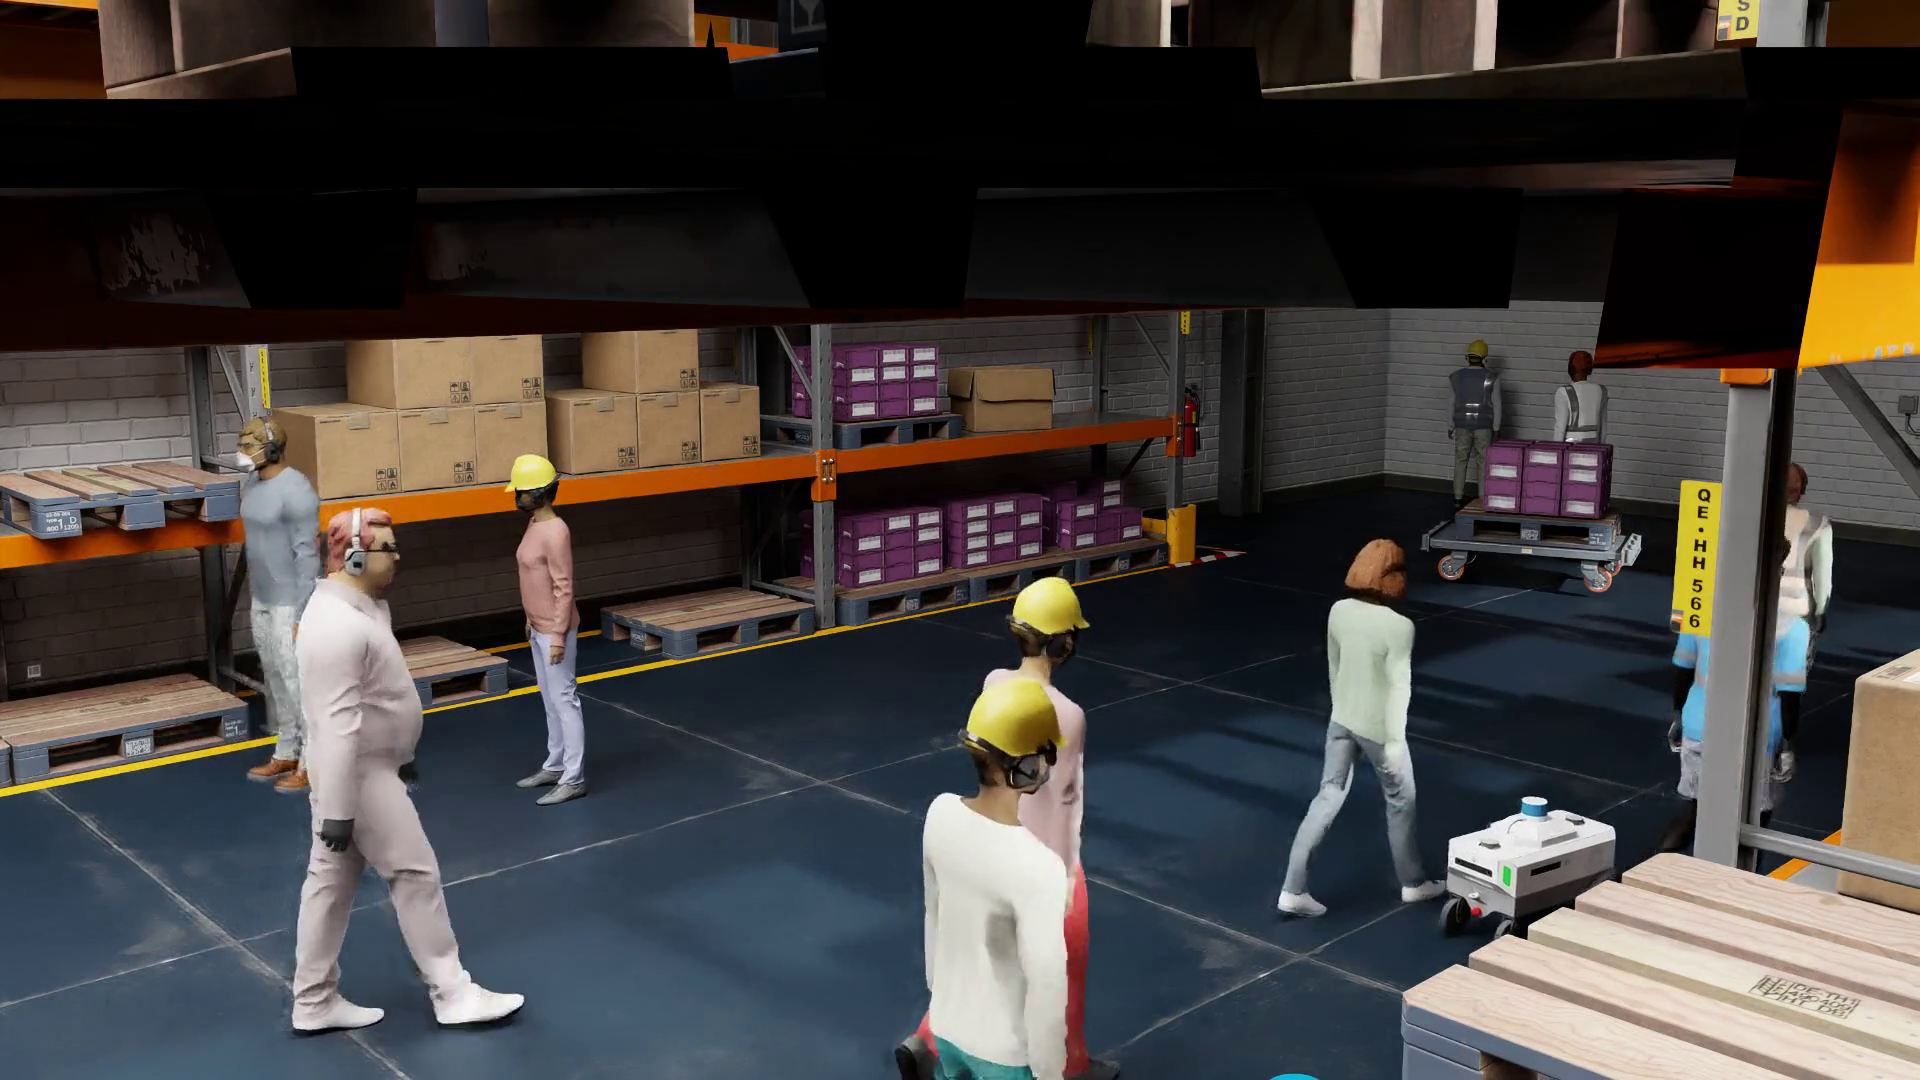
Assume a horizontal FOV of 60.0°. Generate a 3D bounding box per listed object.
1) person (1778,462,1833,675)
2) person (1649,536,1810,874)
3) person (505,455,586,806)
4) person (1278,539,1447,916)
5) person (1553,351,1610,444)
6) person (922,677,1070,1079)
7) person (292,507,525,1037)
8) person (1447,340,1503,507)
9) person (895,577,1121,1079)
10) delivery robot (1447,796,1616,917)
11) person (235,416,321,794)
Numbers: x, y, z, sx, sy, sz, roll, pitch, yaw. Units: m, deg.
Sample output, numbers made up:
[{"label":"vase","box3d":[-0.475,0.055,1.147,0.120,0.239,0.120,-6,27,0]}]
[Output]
[{"label":"person","box3d":[4.499,0.374,9.151,0.541,1.620,0.386,8,12,38]},{"label":"person","box3d":[3.028,0.783,6.619,0.645,1.669,0.549,-7,12,-35]},{"label":"person","box3d":[-2.082,0.446,8.348,0.329,1.763,0.523,-5,11,-27]},{"label":"person","box3d":[1.676,0.778,6.902,0.846,1.590,0.513,-5,11,-29]},{"label":"person","box3d":[5.640,-0.786,15.199,0.581,1.882,0.339,-4,10,-20]},{"label":"person","box3d":[0.044,1.191,3.990,0.531,1.751,0.538,-7,12,-35]},{"label":"person","box3d":[-1.967,0.816,5.822,0.886,1.870,0.664,-4,10,-21]},{"label":"person","box3d":[5.602,-1.258,18.106,0.588,1.835,0.403,6,11,29]},{"label":"person","box3d":[0.180,0.978,5.270,0.738,1.742,0.529,-7,12,-34]},{"label":"delivery robot","box3d":[2.306,1.280,6.713,0.707,0.478,0.477,-6,11,-32]},{"label":"person","box3d":[-3.479,0.332,8.527,0.658,1.933,0.388,9,13,43]}]
